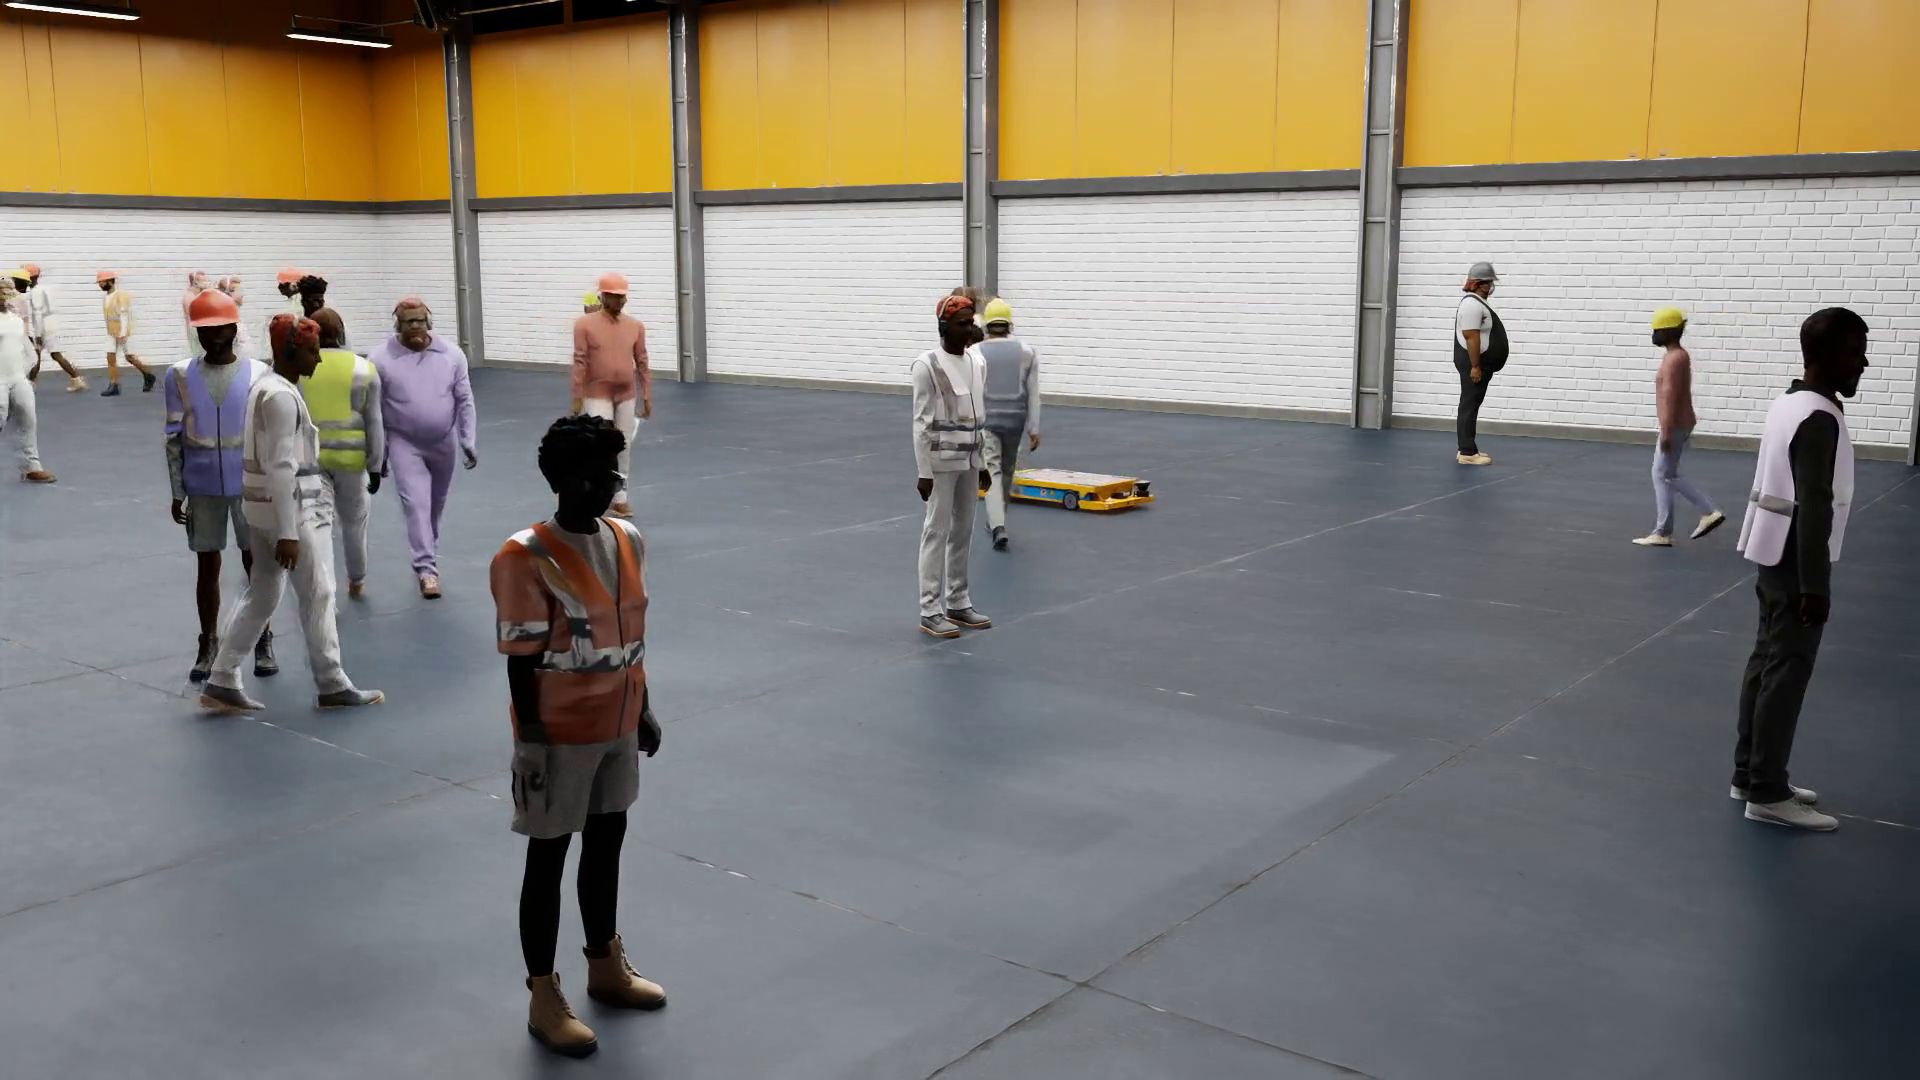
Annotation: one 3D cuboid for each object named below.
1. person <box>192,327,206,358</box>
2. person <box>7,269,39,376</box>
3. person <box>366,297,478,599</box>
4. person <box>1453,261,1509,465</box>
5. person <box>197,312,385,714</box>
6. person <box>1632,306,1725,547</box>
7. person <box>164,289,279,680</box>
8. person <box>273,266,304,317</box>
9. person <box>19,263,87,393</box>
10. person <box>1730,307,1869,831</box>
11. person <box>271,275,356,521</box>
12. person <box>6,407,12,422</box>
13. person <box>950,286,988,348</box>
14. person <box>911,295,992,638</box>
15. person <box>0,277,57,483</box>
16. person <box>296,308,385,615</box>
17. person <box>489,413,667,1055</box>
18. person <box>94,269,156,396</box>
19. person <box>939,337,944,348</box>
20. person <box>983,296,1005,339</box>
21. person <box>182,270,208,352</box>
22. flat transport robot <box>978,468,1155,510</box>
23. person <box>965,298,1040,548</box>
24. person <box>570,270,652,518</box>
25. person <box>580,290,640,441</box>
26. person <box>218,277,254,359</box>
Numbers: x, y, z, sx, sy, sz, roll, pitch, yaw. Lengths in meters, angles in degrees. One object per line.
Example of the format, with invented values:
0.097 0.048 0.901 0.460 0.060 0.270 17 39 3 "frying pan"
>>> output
-8.630 -1.967 19.132 0.665 1.600 0.522 -5 11 -25 "person"
-13.942 -3.063 24.672 0.462 1.890 0.615 -6 12 -32 "person"
-3.415 -0.613 10.543 0.625 1.856 1.020 -6 11 -31 "person"
5.268 -1.791 16.833 0.536 2.000 0.676 3 10 15 "person"
-3.134 -0.105 7.628 0.678 1.889 0.610 -6 11 -29 "person"
5.179 -0.810 11.971 0.552 1.741 0.566 6 12 33 "person"
-3.644 -0.270 8.270 0.542 1.939 0.362 -3 10 -16 "person"
-7.446 -2.062 18.617 0.689 1.969 0.615 -5 11 -25 "person"
-13.826 -3.185 25.158 1.027 1.982 0.613 -5 11 -29 "person"
3.106 0.098 6.198 0.369 1.915 0.597 3 10 16 "person"
-4.983 -1.076 12.936 0.652 1.939 0.721 -5 11 -29 "person"
-11.912 -2.303 20.204 0.551 1.917 0.787 4 11 24 "person"
0.106 -1.404 15.222 0.581 1.829 0.631 -1 10 -5 "person"
-0.036 -0.411 9.253 0.341 1.882 0.586 8 12 38 "person"
-8.847 -1.456 15.276 0.854 1.909 0.619 2 10 13 "person"
-3.741 -0.469 9.857 0.622 1.790 0.960 -4 10 -22 "person"
-1.014 0.502 4.489 0.319 1.694 0.533 5 11 29 "person"
-12.603 -3.128 25.035 0.555 1.900 0.881 5 11 25 "person"
-0.029 -1.875 18.509 0.268 1.630 0.507 -8 13 -39 "person"
0.411 -2.062 19.632 0.379 1.621 0.509 3 10 19 "person"
-10.671 -2.846 23.430 0.433 1.915 0.646 -2 10 -13 "person"
0.880 -0.444 14.137 1.431 0.197 0.652 9 13 41 "flat transport robot"
0.277 -0.853 12.093 0.599 1.798 0.925 -2 10 -11 "person"
-2.768 -1.156 13.304 0.655 1.977 0.435 -7 12 -34 "person"
-3.877 -1.859 18.128 0.652 1.720 0.486 -3 10 -15 "person"
-7.283 -1.657 16.492 0.588 1.888 0.662 -4 10 -21 "person"
